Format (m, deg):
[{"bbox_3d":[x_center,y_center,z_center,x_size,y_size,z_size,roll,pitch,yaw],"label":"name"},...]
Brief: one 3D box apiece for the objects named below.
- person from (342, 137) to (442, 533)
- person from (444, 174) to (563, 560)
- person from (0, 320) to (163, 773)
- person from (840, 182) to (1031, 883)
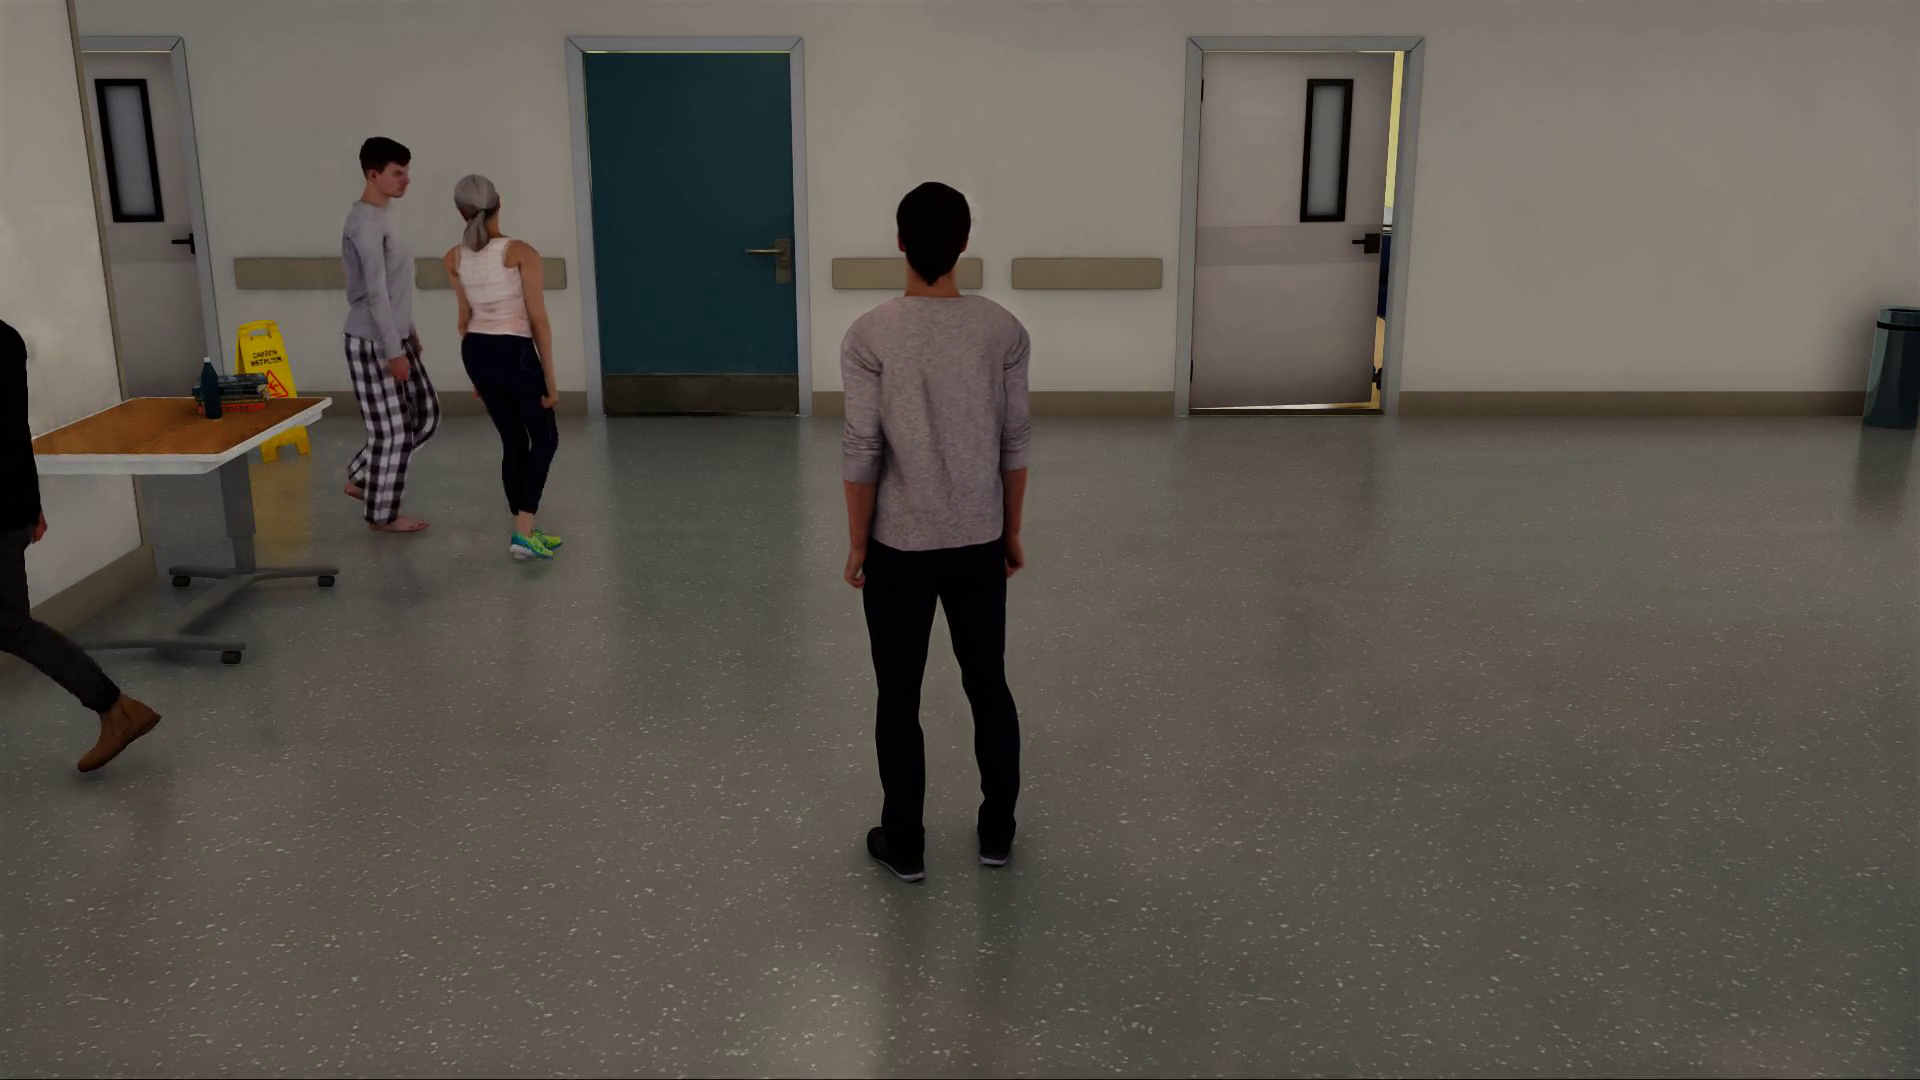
[{"bbox_3d":[-2.716,-0.904,7.601,0.728,1.821,0.672,-4,16,-15],"label":"person"},{"bbox_3d":[-1.995,-0.646,7.100,0.748,1.596,0.793,7,17,25],"label":"person"},{"bbox_3d":[-2.852,-0.103,4.962,1.122,1.710,0.862,-5,16,-17],"label":"person"},{"bbox_3d":[-0.060,-0.005,4.372,0.574,1.842,0.770,-4,16,-15],"label":"person"}]
